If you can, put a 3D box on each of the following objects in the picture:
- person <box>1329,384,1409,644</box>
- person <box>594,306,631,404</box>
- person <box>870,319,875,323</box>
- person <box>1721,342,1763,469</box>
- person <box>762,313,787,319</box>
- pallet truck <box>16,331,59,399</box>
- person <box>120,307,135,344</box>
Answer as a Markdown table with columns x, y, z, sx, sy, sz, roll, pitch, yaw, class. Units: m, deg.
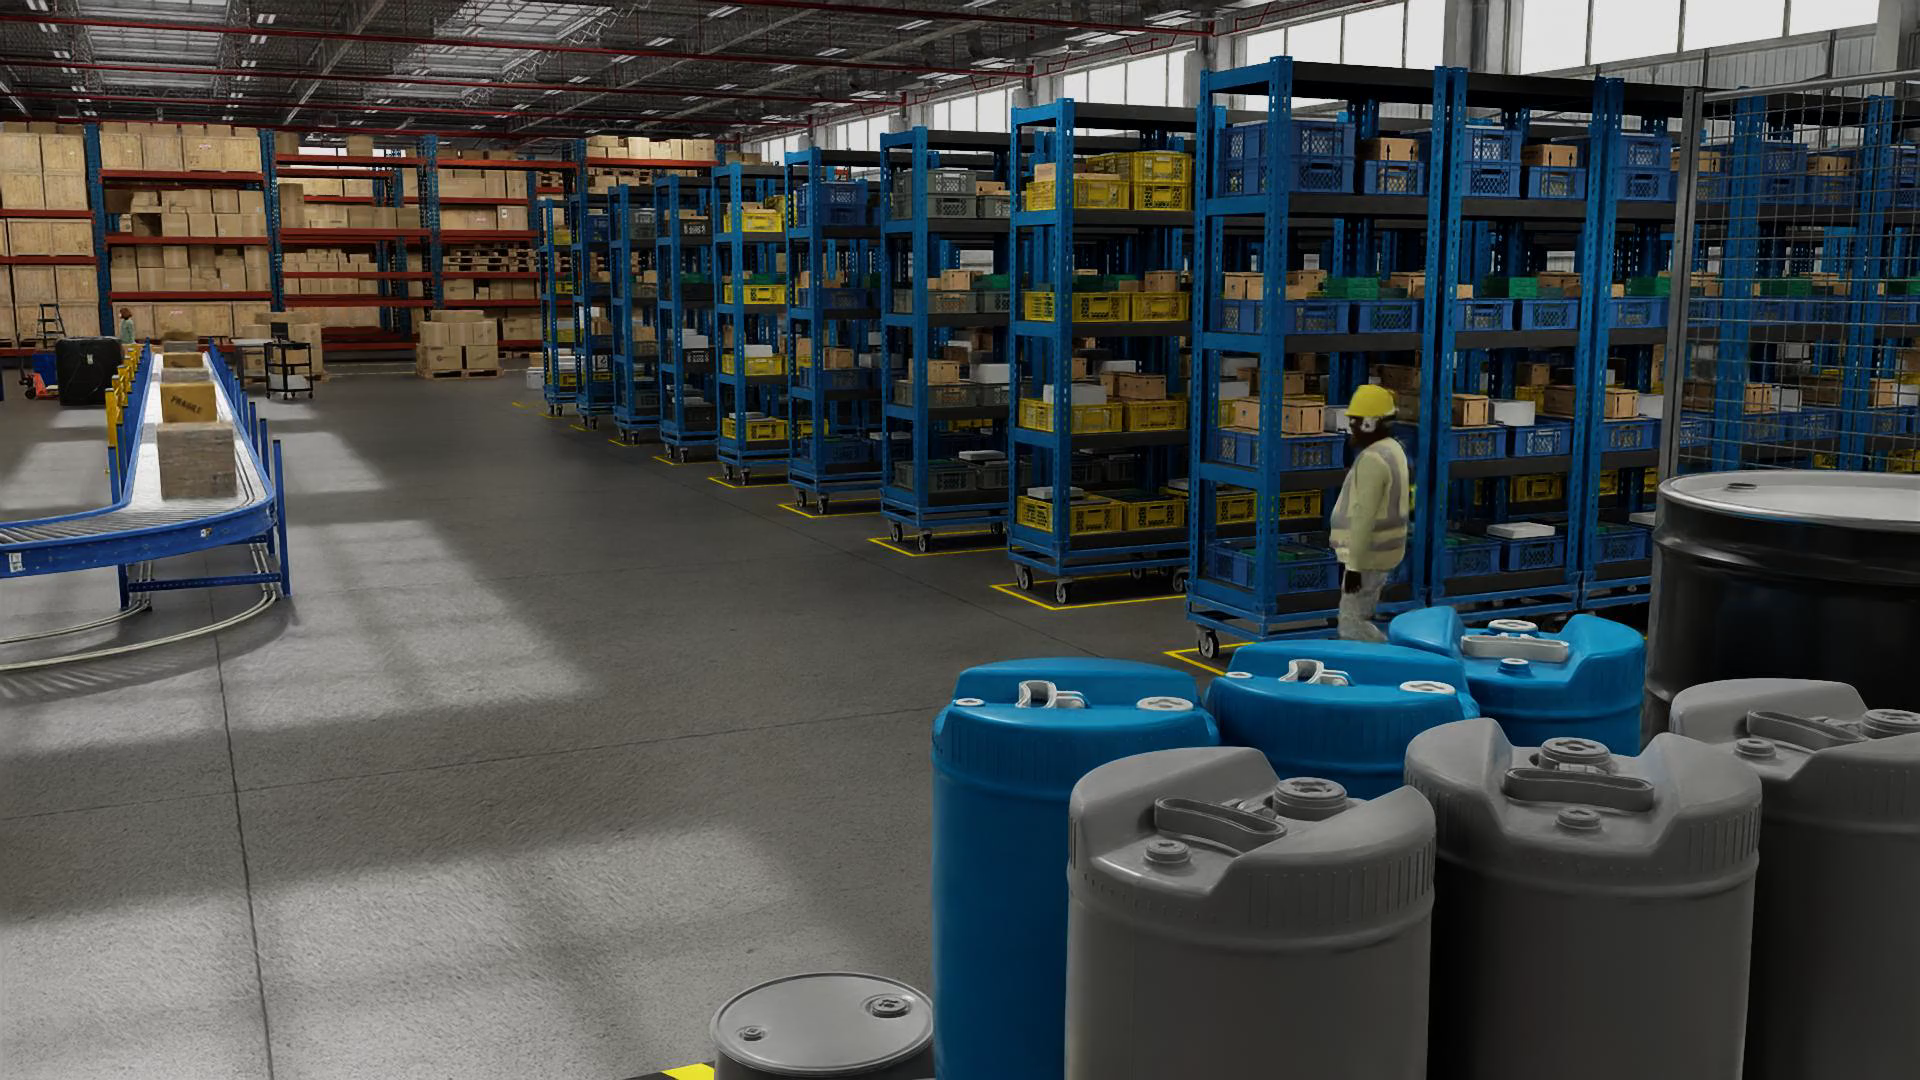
| x | y | z | sx | sy | sz | roll | pitch | yaw | class |
| --- | --- | --- | --- | --- | --- | --- | --- | --- | --- |
| 2.223 | 0.078 | 8.884 | 0.611 | 1.818 | 0.607 | 4 | 10 | 22 | person |
| -6.194 | -3.317 | 29.820 | 0.651 | 1.867 | 0.920 | 9 | 13 | 43 | person |
| -2.863 | -6.876 | 51.661 | 0.642 | 1.933 | 0.520 | -4 | 10 | -22 | person |
| 7.036 | -0.878 | 14.842 | 0.594 | 1.803 | 0.832 | -4 | 10 | -24 | person |
| -3.903 | -4.172 | 34.899 | 0.645 | 1.929 | 0.998 | -5 | 10 | -27 | person |
| -17.082 | -3.353 | 31.781 | 1.630 | 1.274 | 0.653 | -4 | 10 | -25 | pallet truck |
| -18.418 | -4.329 | 36.800 | 0.499 | 1.634 | 0.279 | 8 | 12 | 41 | person |
